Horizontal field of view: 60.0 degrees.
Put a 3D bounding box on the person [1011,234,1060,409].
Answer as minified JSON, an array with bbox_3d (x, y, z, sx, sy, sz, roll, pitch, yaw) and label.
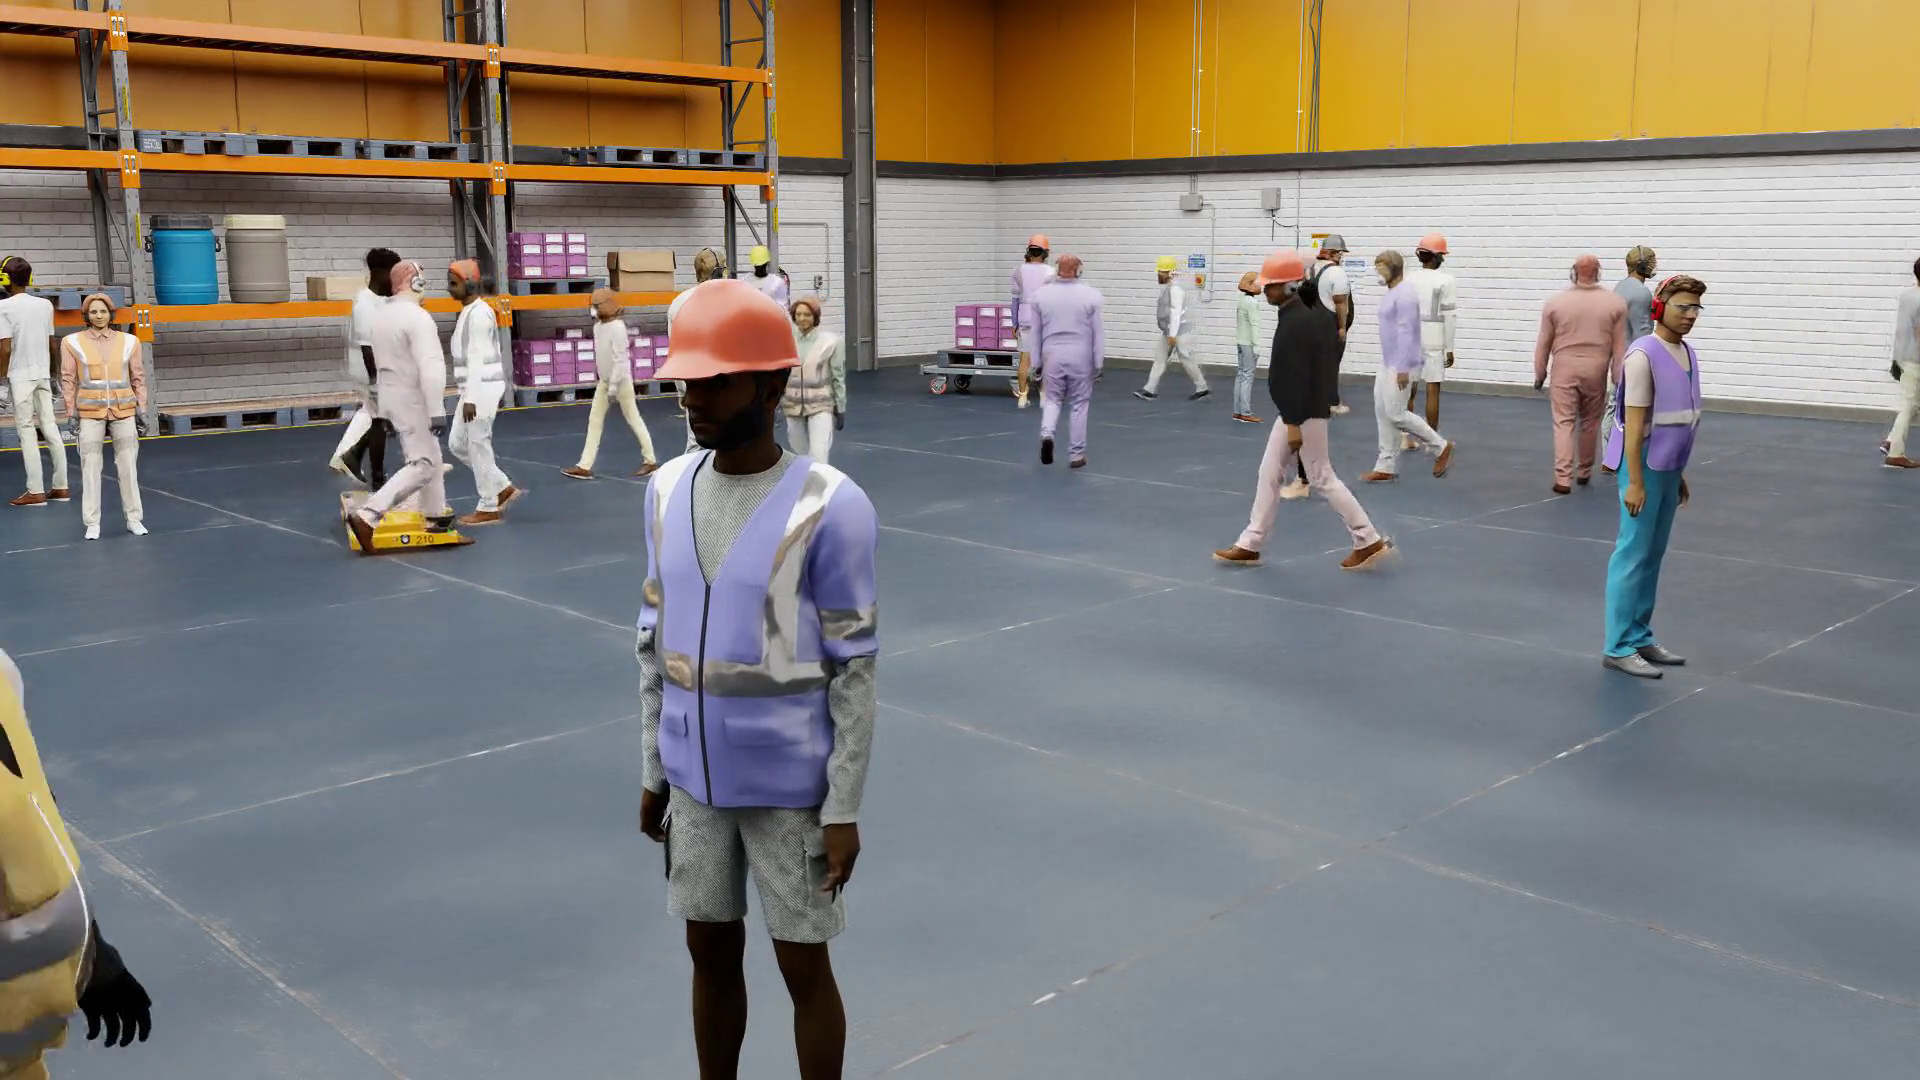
[{"bbox_3d":[0.896,-2.553,19.483,0.604,2.039,0.401,3,11,16],"label":"person"}]

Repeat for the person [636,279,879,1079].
[{"bbox_3d":[-0.426,0.462,3.306,0.543,1.939,0.360,5,12,27],"label":"person"}]

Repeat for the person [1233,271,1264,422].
[{"bbox_3d":[3.147,-2.099,18.097,0.274,1.632,0.507,-2,11,-9],"label":"person"}]

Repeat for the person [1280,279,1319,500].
[{"bbox_3d":[2.605,-1.154,12.765,0.317,1.700,0.538,3,11,16],"label":"person"}]

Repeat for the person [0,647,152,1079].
[{"bbox_3d":[-1.428,0.718,2.338,0.993,1.793,0.624,-3,11,-16],"label":"person"}]

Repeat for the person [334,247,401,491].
[{"bbox_3d":[-4.543,-1.285,12.883,0.605,1.922,0.658,-1,10,-8],"label":"person"}]

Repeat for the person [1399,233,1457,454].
[{"bbox_3d":[4.332,-1.819,15.457,0.396,2.044,0.607,-10,14,-44],"label":"person"}]

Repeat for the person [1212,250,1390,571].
[{"bbox_3d":[2.107,-0.767,10.037,1.023,1.941,0.665,0,10,2],"label":"person"}]

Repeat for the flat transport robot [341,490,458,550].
[{"bbox_3d":[-3.819,-0.164,11.268,0.652,0.197,1.431,-4,11,-22],"label":"flat transport robot"}]

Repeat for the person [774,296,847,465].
[{"bbox_3d":[-1.067,-0.859,11.415,0.511,1.598,0.831,2,11,12],"label":"person"}]

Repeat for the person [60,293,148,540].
[{"bbox_3d":[-5.722,-0.828,11.153,0.511,1.641,0.308,-7,13,-35],"label":"person"}]

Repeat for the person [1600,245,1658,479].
[{"bbox_3d":[5.585,-1.473,13.853,0.370,1.940,0.627,0,10,2],"label":"person"}]

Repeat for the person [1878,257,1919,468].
[{"bbox_3d":[8.303,-1.541,14.438,0.417,1.855,0.563,1,10,8],"label":"person"}]

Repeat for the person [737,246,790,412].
[{"bbox_3d":[-2.313,-2.420,19.136,0.780,1.898,0.576,2,11,11],"label":"person"}]

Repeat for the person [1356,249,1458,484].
[{"bbox_3d":[3.631,-1.386,13.463,0.697,1.912,0.675,0,10,1],"label":"person"}]

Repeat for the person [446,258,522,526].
[{"bbox_3d":[-3.373,-1.016,11.575,0.416,1.865,0.576,-5,12,-27],"label":"person"}]

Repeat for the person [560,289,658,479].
[{"bbox_3d":[-2.892,-1.284,13.836,0.854,1.592,0.516,-10,14,-43],"label":"person"}]

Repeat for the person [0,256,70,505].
[{"bbox_3d":[-7.007,-1.188,12.497,0.319,1.868,0.521,4,11,21],"label":"person"}]

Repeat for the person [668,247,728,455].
[{"bbox_3d":[-1.691,-1.011,11.332,0.635,1.938,0.359,7,12,32],"label":"person"}]

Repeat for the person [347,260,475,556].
[{"bbox_3d":[-3.533,-0.832,10.556,0.773,1.870,0.675,-8,13,-38],"label":"person"}]

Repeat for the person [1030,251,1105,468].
[{"bbox_3d":[0.930,-1.550,14.425,0.649,1.893,0.518,3,11,16],"label":"person"}]

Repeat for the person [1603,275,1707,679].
[{"bbox_3d":[3.215,-0.302,7.733,0.394,1.841,0.564,10,14,43],"label":"person"}]

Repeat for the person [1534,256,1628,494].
[{"bbox_3d":[4.926,-1.324,13.265,0.670,1.859,0.909,2,11,13],"label":"person"}]

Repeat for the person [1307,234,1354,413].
[{"bbox_3d":[4.245,-2.474,19.034,0.536,2.000,0.688,-5,11,-25],"label":"person"}]

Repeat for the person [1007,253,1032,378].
[{"bbox_3d":[0.974,-2.944,22.259,0.975,1.807,0.481,8,13,36],"label":"person"}]

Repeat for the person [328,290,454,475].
[{"bbox_3d":[-4.865,-1.418,13.976,0.978,1.794,0.633,-6,12,-28],"label":"person"}]

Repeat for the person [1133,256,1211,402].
[{"bbox_3d":[2.617,-2.557,20.221,0.956,1.776,0.630,-2,11,-8],"label":"person"}]
